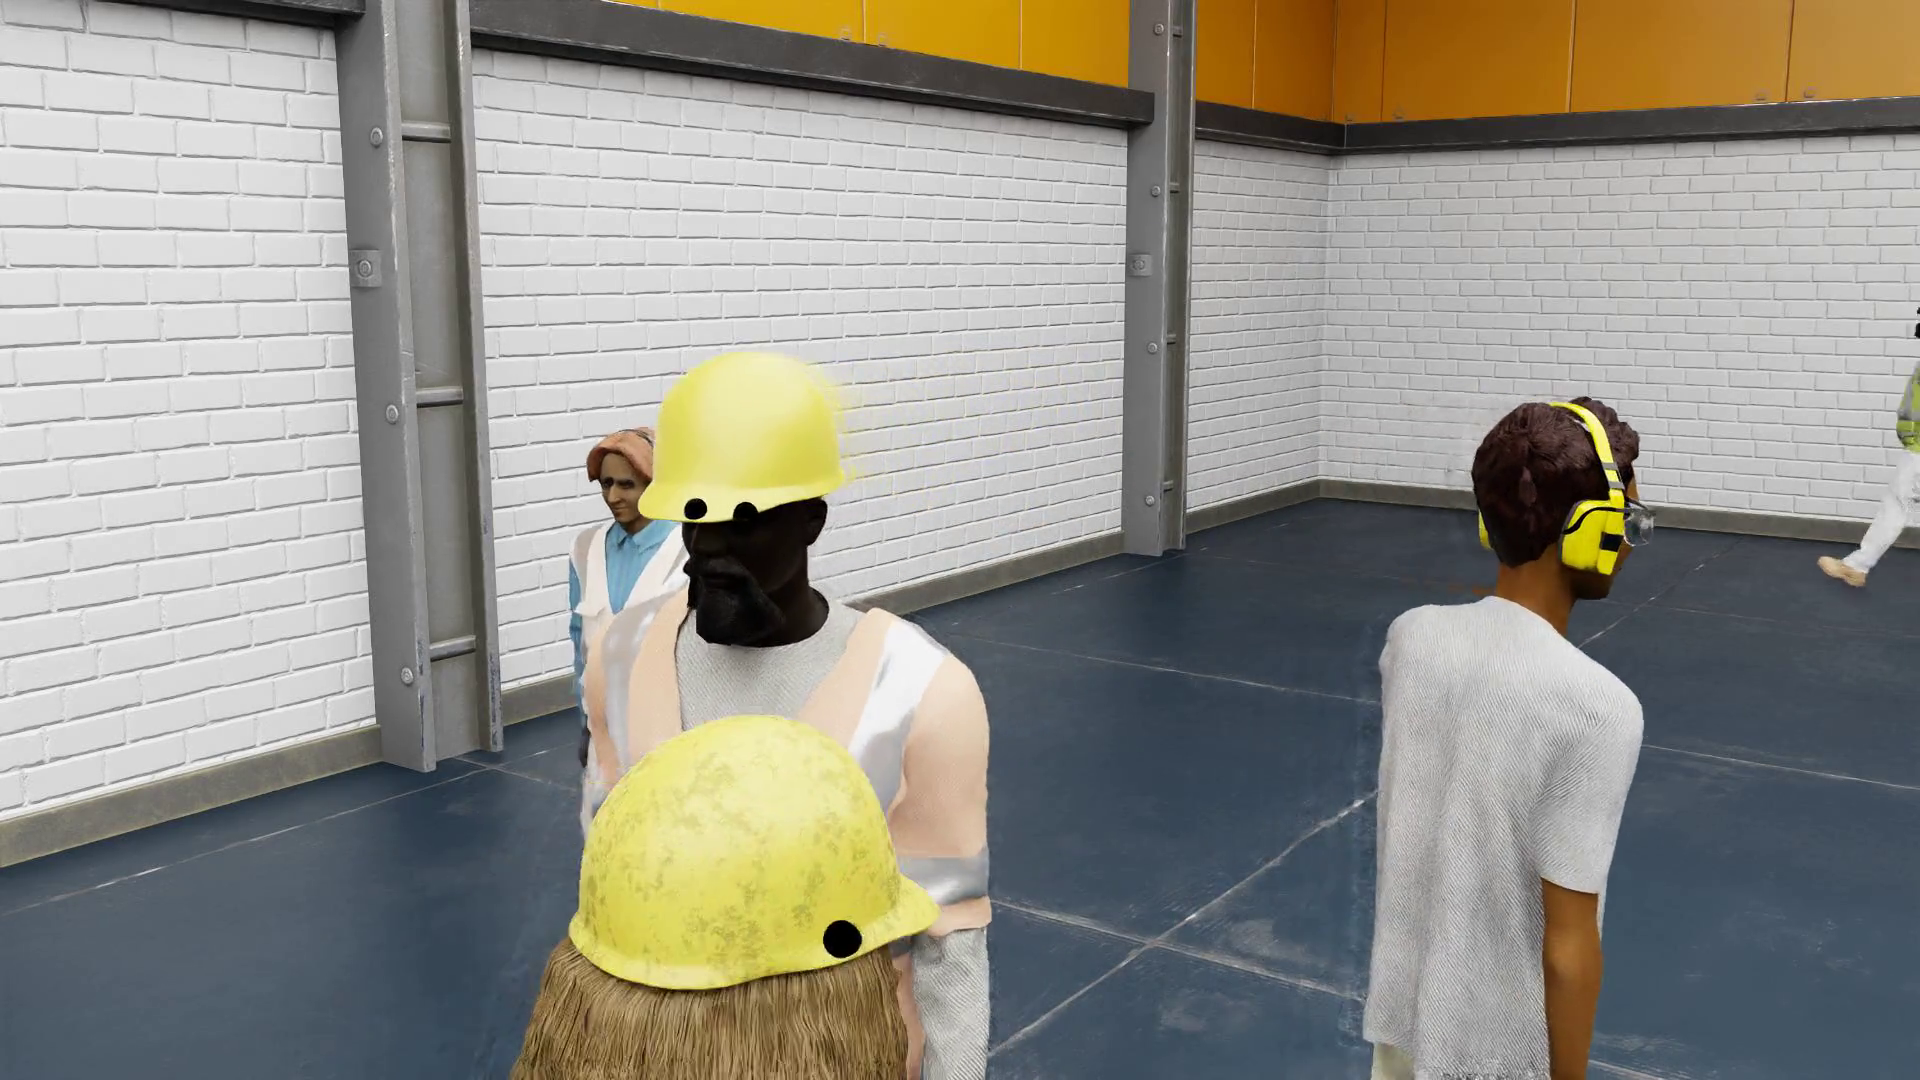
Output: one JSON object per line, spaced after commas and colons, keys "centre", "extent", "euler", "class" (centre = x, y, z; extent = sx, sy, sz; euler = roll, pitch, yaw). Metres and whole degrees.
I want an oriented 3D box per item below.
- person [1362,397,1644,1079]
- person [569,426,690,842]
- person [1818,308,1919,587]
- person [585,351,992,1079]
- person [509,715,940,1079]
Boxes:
{"centre": [0.836, 0.718, 2.389], "extent": [0.876, 1.827, 0.498], "euler": [-5, 11, -26], "class": "person"}
{"centre": [-0.759, 0.494, 4.376], "extent": [0.520, 1.614, 0.678], "euler": [5, 11, 27], "class": "person"}
{"centre": [5.835, -0.569, 10.153], "extent": [0.631, 1.798, 0.942], "euler": [-9, 13, -43], "class": "person"}
{"centre": [-0.244, 0.704, 2.219], "extent": [0.616, 1.912, 0.457], "euler": [4, 10, 23], "class": "person"}
{"centre": [-0.228, 0.978, 1.187], "extent": [0.736, 1.722, 0.490], "euler": [-8, 12, -39], "class": "person"}
